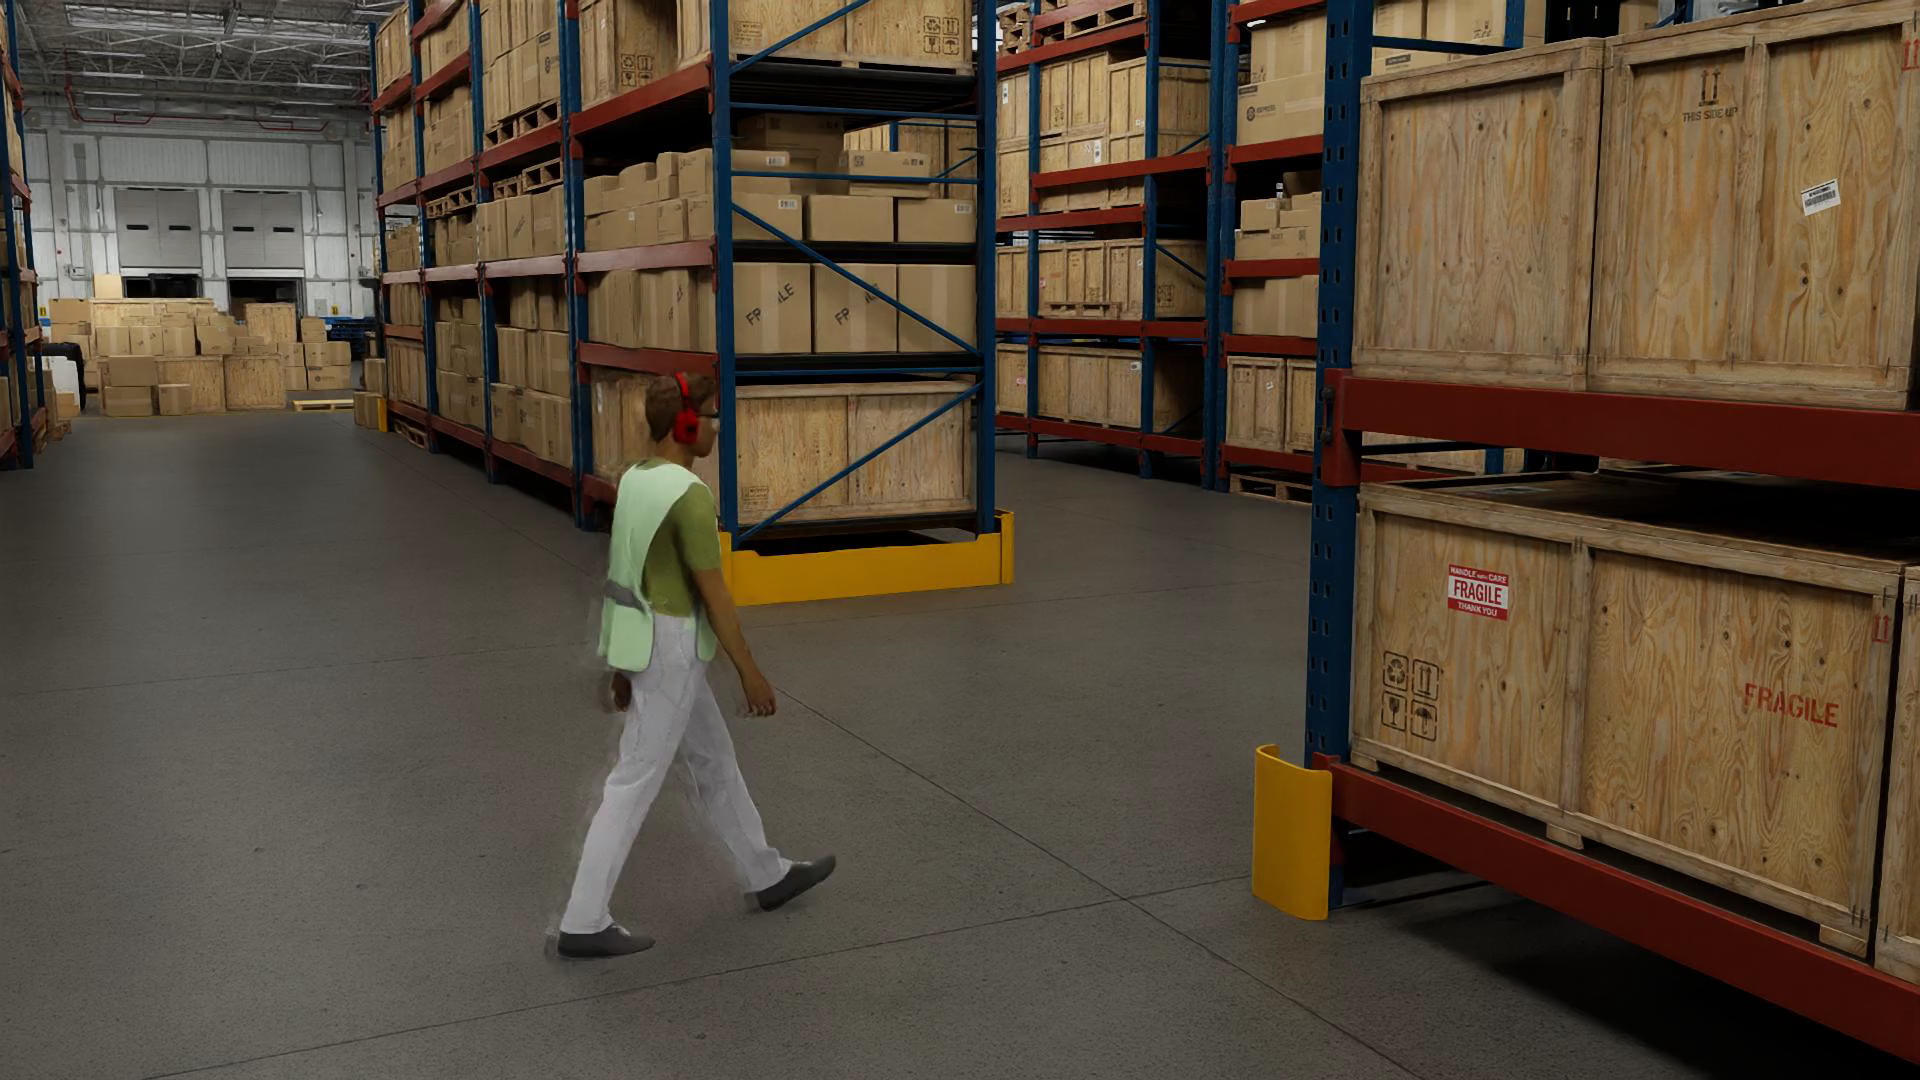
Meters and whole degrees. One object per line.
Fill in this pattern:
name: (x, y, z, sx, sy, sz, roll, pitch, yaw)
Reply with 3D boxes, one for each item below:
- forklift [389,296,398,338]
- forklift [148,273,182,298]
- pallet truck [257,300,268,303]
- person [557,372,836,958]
forklift: (-11.118, -4.275, 33.571, 1.129, 2.768, 1.873, -8, 11, -42)
forklift: (-25.023, -7.020, 52.496, 1.873, 2.768, 1.129, 6, 10, 35)
pallet truck: (-23.913, -7.404, 58.171, 1.885, 1.965, 0.823, -1, 8, -9)
person: (-0.843, 0.379, 5.199, 0.976, 1.794, 0.572, -4, 9, -23)
